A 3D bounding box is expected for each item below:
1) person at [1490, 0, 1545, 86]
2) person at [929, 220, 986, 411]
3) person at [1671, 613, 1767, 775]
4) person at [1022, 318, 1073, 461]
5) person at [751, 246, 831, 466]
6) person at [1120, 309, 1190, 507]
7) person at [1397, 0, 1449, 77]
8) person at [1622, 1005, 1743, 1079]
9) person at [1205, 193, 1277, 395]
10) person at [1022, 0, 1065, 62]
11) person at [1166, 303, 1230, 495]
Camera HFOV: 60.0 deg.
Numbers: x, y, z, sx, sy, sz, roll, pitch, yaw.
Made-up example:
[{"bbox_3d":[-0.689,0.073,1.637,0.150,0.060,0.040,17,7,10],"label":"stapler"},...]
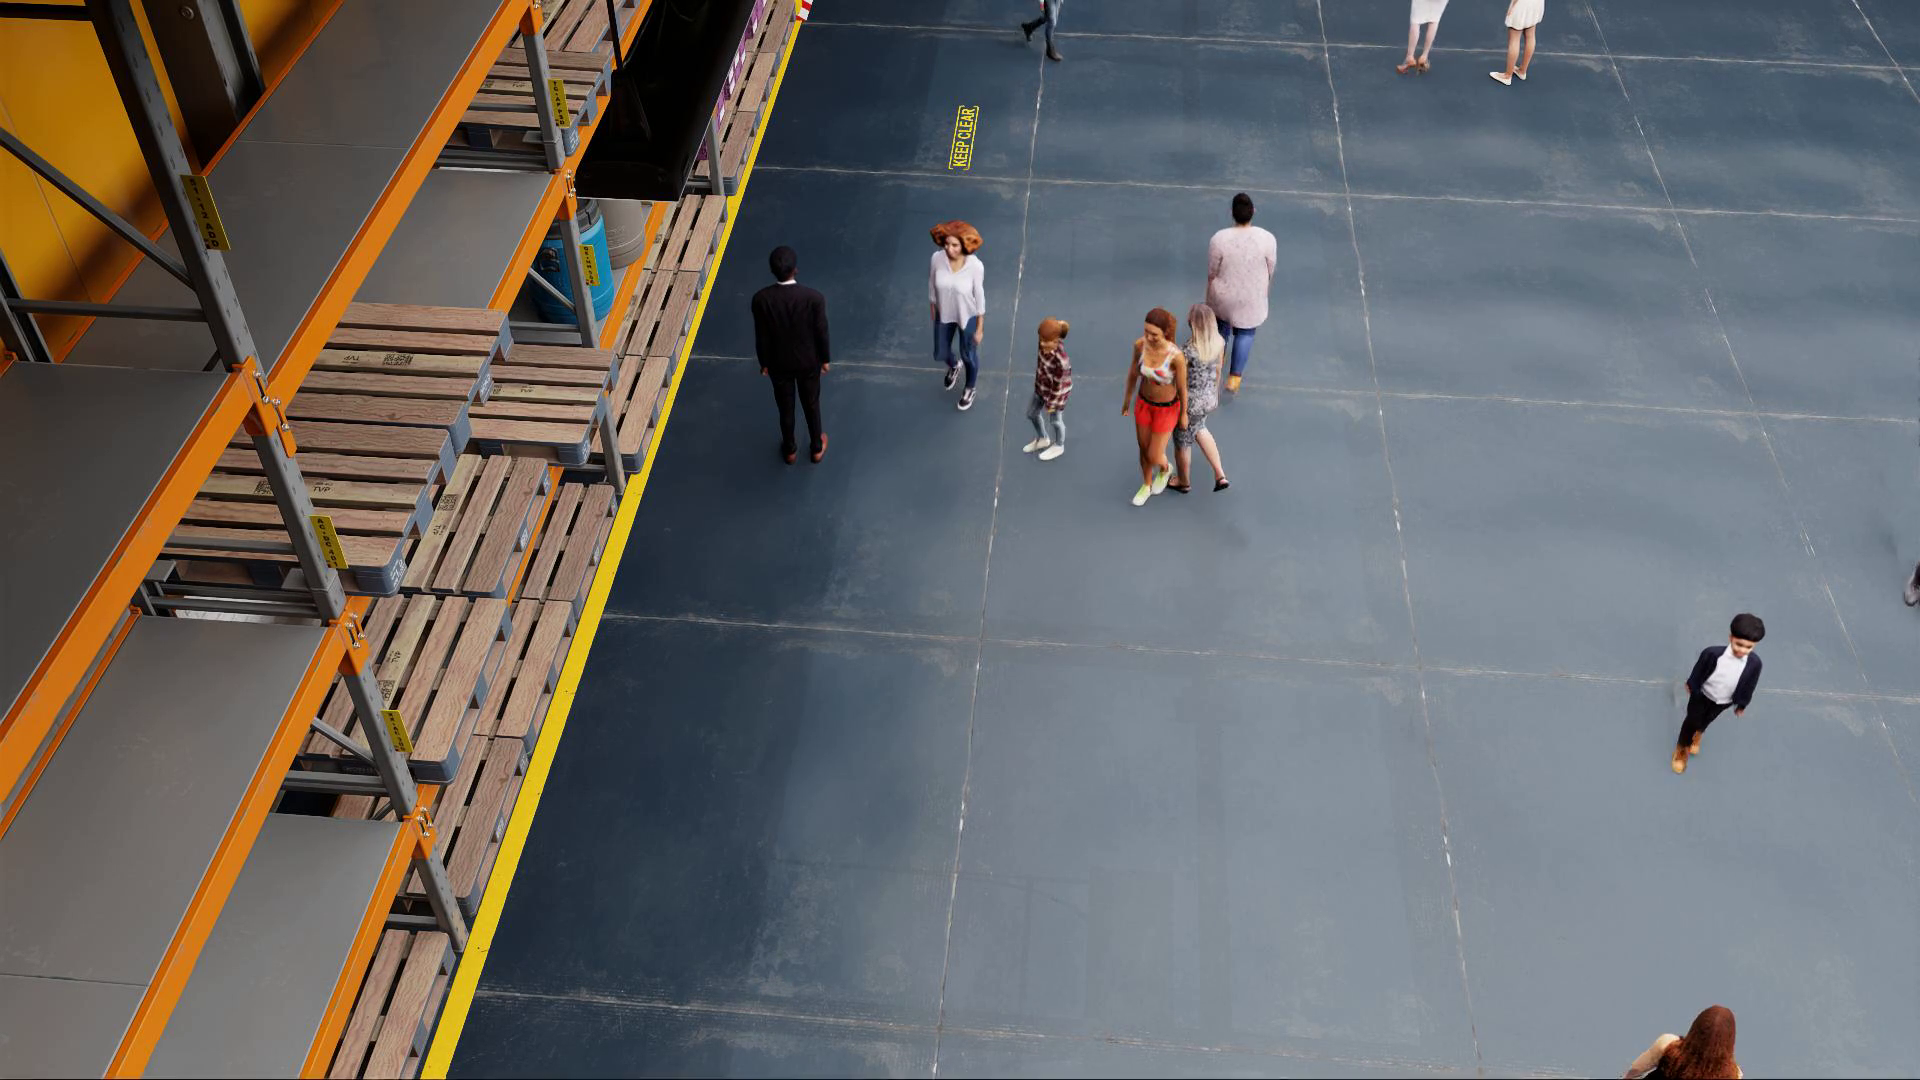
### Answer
[{"bbox_3d":[5.703,-5.416,16.691,0.647,1.711,0.681,-22,48,-22],"label":"person"},{"bbox_3d":[0.031,-1.803,12.909,0.734,1.696,0.776,14,45,14],"label":"person"},{"bbox_3d":[4.760,0.884,10.440,0.609,1.211,0.723,14,45,14],"label":"person"},{"bbox_3d":[0.745,-1.158,12.523,0.684,1.293,0.608,-23,48,-23],"label":"person"},{"bbox_3d":[-1.236,-1.343,12.291,0.719,1.883,0.587,-1,44,-2],"label":"person"},{"bbox_3d":[1.463,-0.984,11.993,0.775,1.772,0.825,29,51,27],"label":"person"},{"bbox_3d":[4.764,-5.534,16.755,0.696,1.793,0.551,-8,44,-8],"label":"person"},{"bbox_3d":[3.375,2.839,8.047,0.899,1.680,1.199,20,47,20],"label":"person"},{"bbox_3d":[2.161,-1.915,13.009,0.730,1.720,1.031,8,44,8],"label":"person"},{"bbox_3d":[0.886,-5.639,17.220,0.791,1.303,0.799,30,51,28],"label":"person"},{"bbox_3d":[1.741,-0.924,11.991,0.805,1.689,0.885,-24,48,-23],"label":"person"}]
